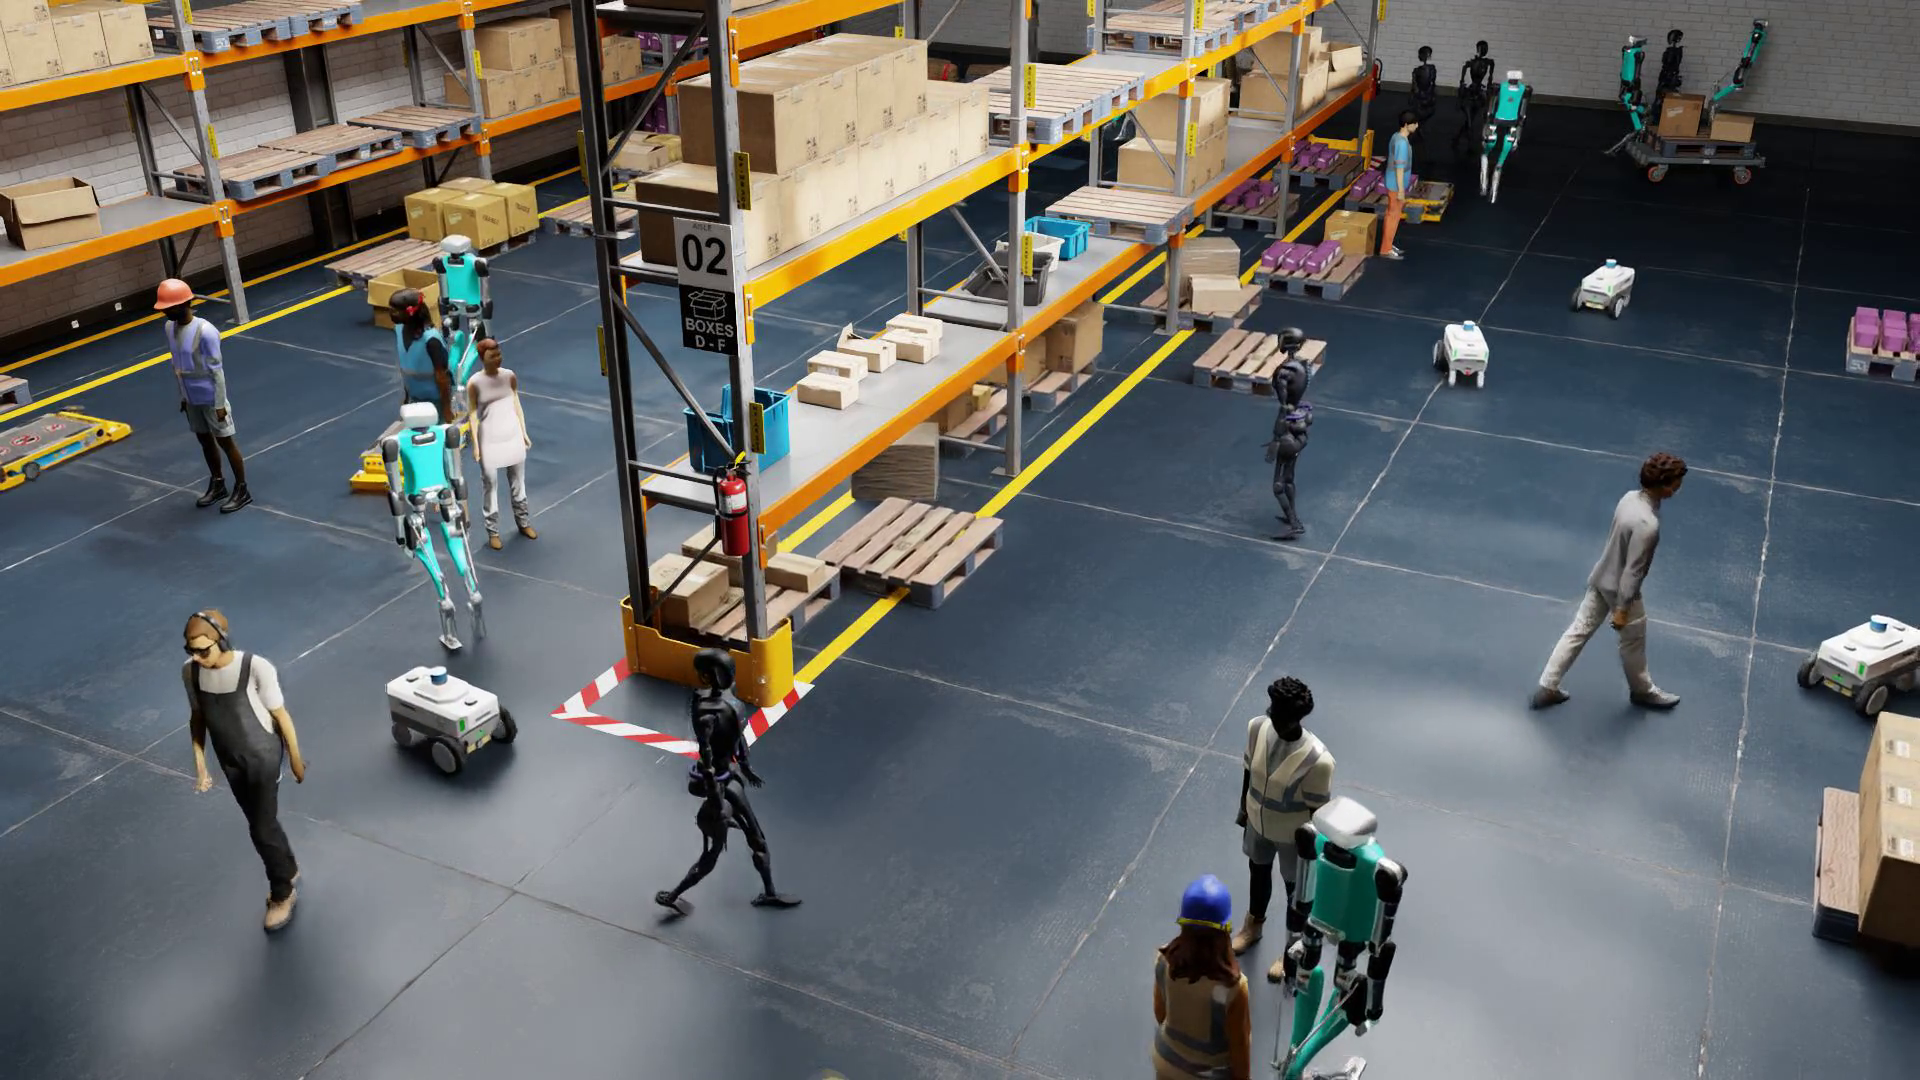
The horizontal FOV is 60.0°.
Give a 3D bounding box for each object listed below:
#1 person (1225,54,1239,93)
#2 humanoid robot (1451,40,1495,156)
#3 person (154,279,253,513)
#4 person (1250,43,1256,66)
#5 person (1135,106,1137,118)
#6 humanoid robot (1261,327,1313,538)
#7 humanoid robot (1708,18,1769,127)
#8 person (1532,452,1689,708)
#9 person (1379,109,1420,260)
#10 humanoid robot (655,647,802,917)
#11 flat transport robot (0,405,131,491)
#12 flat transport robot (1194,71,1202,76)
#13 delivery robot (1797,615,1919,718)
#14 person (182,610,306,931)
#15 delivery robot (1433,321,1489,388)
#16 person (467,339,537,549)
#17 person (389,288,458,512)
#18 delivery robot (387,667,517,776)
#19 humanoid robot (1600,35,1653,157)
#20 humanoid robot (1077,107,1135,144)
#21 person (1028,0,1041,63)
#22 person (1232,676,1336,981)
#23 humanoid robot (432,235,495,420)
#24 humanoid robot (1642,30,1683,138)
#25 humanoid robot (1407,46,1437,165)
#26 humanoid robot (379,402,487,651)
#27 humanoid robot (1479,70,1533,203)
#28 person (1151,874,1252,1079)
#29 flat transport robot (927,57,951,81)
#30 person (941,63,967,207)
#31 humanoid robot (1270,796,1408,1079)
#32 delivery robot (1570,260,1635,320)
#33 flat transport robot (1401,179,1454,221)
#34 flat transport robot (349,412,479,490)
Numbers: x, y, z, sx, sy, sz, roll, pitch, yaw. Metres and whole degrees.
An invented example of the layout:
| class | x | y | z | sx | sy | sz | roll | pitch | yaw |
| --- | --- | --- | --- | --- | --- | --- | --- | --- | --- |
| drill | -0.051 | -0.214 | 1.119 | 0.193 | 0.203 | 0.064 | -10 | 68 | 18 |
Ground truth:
| class | x | y | z | sx | sy | sz | roll | pitch | yaw |
| --- | --- | --- | --- | --- | --- | --- | --- | --- | --- |
| person | 4.613 | -8.597 | 28.293 | 0.499 | 1.903 | 0.588 | 19 | 32 | 34 |
| humanoid robot | 7.534 | -6.527 | 24.463 | 0.609 | 1.629 | 0.837 | -9 | 28 | -17 |
| person | -6.042 | -1.145 | 13.225 | 0.540 | 1.931 | 0.382 | 13 | 29 | 24 |
| person | 4.900 | -7.691 | 26.508 | 0.402 | 1.876 | 0.555 | -23 | 34 | -38 |
| person | 2.649 | -5.706 | 22.642 | 0.587 | 1.734 | 0.394 | 17 | 31 | 30 |
| humanoid robot | 2.584 | -0.841 | 12.891 | 0.407 | 1.639 | 0.591 | 11 | 28 | 21 |
| humanoid robot | 11.764 | -7.075 | 25.421 | 0.811 | 1.783 | 0.588 | 16 | 30 | 29 |
| person | 4.178 | 0.268 | 10.466 | 0.949 | 1.843 | 0.615 | 0 | 26 | 0 |
| person | 5.148 | -4.168 | 19.521 | 0.331 | 1.758 | 0.506 | 4 | 27 | 8 |
| humanoid robot | -1.259 | 1.279 | 8.666 | 0.745 | 1.643 | 0.584 | 3 | 27 | 7 |
| flat transport robot | -7.994 | -0.795 | 14.384 | 0.659 | 0.231 | 1.431 | 10 | 28 | 20 |
| flat transport robot | 3.278 | -7.600 | 28.130 | 1.431 | 0.231 | 0.659 | 21 | 33 | 36 |
| delivery robot | 5.923 | 0.794 | 10.874 | 0.796 | 0.614 | 0.499 | -14 | 30 | -27 |
| person | -3.738 | 1.196 | 8.611 | 0.531 | 1.821 | 0.647 | 5 | 27 | 10 |
| delivery robot | 4.908 | -1.836 | 16.180 | 0.499 | 0.608 | 0.784 | 4 | 27 | 7 |
| person | -3.513 | -0.746 | 12.713 | 0.461 | 1.659 | 0.273 | -19 | 32 | -33 |
| person | -4.224 | -1.124 | 13.269 | 0.612 | 1.850 | 0.430 | 12 | 29 | 22 |
| delivery robot | -3.196 | 1.062 | 10.303 | 0.769 | 0.587 | 0.499 | 16 | 30 | 28 |
| humanoid robot | 9.793 | -6.385 | 24.022 | 0.918 | 1.761 | 0.545 | -2 | 26 | -4 |
| humanoid robot | 2.260 | -6.665 | 24.589 | 1.028 | 1.732 | 0.559 | 0 | 26 | 0 |
| person | 1.093 | -8.447 | 28.115 | 0.559 | 1.807 | 0.525 | 17 | 31 | 30 |
| person | 1.598 | 1.419 | 8.306 | 0.320 | 1.692 | 0.532 | -20 | 33 | -35 |
| humanoid robot | -4.434 | -1.695 | 14.658 | 0.538 | 1.880 | 0.732 | 8 | 27 | 16 |
| humanoid robot | 10.558 | -6.801 | 24.949 | 0.676 | 1.638 | 0.607 | 1 | 26 | 1 |
| humanoid robot | 6.594 | -6.231 | 23.828 | 0.605 | 1.628 | 0.771 | -21 | 33 | -36 |
| humanoid robot | -3.450 | 0.021 | 11.142 | 0.542 | 1.853 | 0.666 | -19 | 32 | -33 |
| humanoid robot | 7.102 | -5.314 | 21.896 | 0.567 | 1.810 | 0.775 | 3 | 26 | 6 |
| person | 0.988 | 2.137 | 6.770 | 0.489 | 1.763 | 0.371 | 19 | 32 | 33 |
| flat transport robot | -0.838 | -6.852 | 26.618 | 0.659 | 0.231 | 1.431 | 21 | 33 | 36 |
| person | -0.190 | -5.320 | 21.775 | 0.704 | 1.830 | 0.578 | 13 | 29 | 24 |
| humanoid robot | 1.488 | 1.965 | 7.173 | 1.052 | 1.732 | 0.566 | -21 | 33 | -35 |
| delivery robot | 6.976 | -2.726 | 17.951 | 0.499 | 0.585 | 0.765 | 21 | 33 | 36 |
| flat transport robot | 6.053 | -4.458 | 21.783 | 0.659 | 0.231 | 1.431 | 10 | 28 | 19 |
| flat transport robot | -4.679 | -0.798 | 14.390 | 0.659 | 0.231 | 1.431 | 2 | 26 | 5 |
